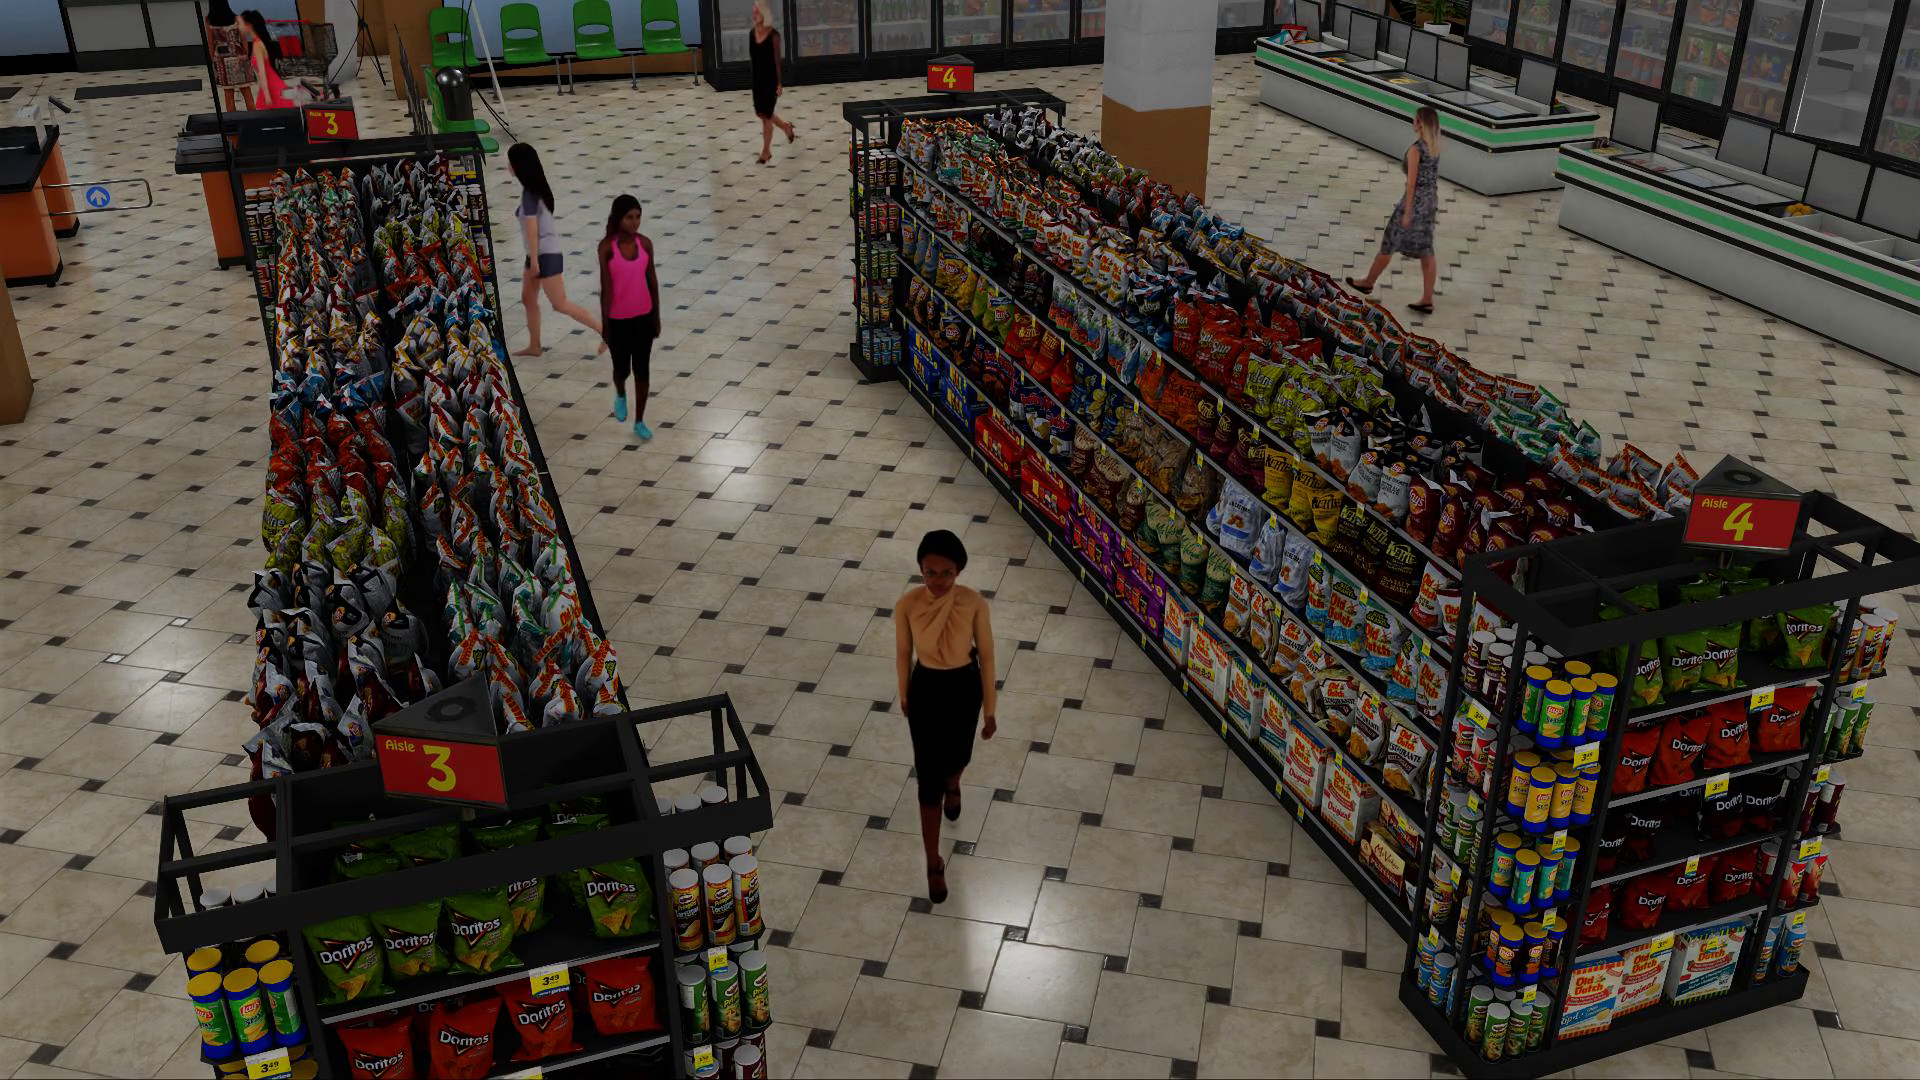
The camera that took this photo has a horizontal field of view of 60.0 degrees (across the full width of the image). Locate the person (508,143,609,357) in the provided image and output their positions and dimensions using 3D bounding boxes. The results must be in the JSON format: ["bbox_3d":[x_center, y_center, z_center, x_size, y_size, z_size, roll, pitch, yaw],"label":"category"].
[{"bbox_3d":[-3.092,-2.152,12.643,0.785,1.677,1.041,-4,27,-7],"label":"person"}]

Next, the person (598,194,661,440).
[{"bbox_3d":[-2.285,-1.537,11.394,0.615,1.709,0.733,-12,29,-23],"label":"person"}]

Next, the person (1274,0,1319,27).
[{"bbox_3d":[4.660,-7.224,22.482,0.826,1.823,0.824,-13,30,-24],"label":"person"}]

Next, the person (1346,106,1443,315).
[{"bbox_3d":[3.836,-2.664,13.664,0.825,1.666,1.115,-20,33,-34],"label":"person"}]

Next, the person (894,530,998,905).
[{"bbox_3d":[-0.053,0.671,7.149,0.757,1.610,1.061,-2,27,-3],"label":"person"}]

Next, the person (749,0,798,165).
[{"bbox_3d":[-2.064,-5.020,18.240,0.973,1.730,0.935,20,33,34],"label":"person"}]

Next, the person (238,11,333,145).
[{"bbox_3d":[-7.253,-4.784,17.826,0.706,1.683,1.032,-6,28,-12],"label":"person"}]

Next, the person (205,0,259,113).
[{"bbox_3d":[-8.560,-5.622,19.520,0.651,1.645,0.521,-8,28,-16],"label":"person"}]
